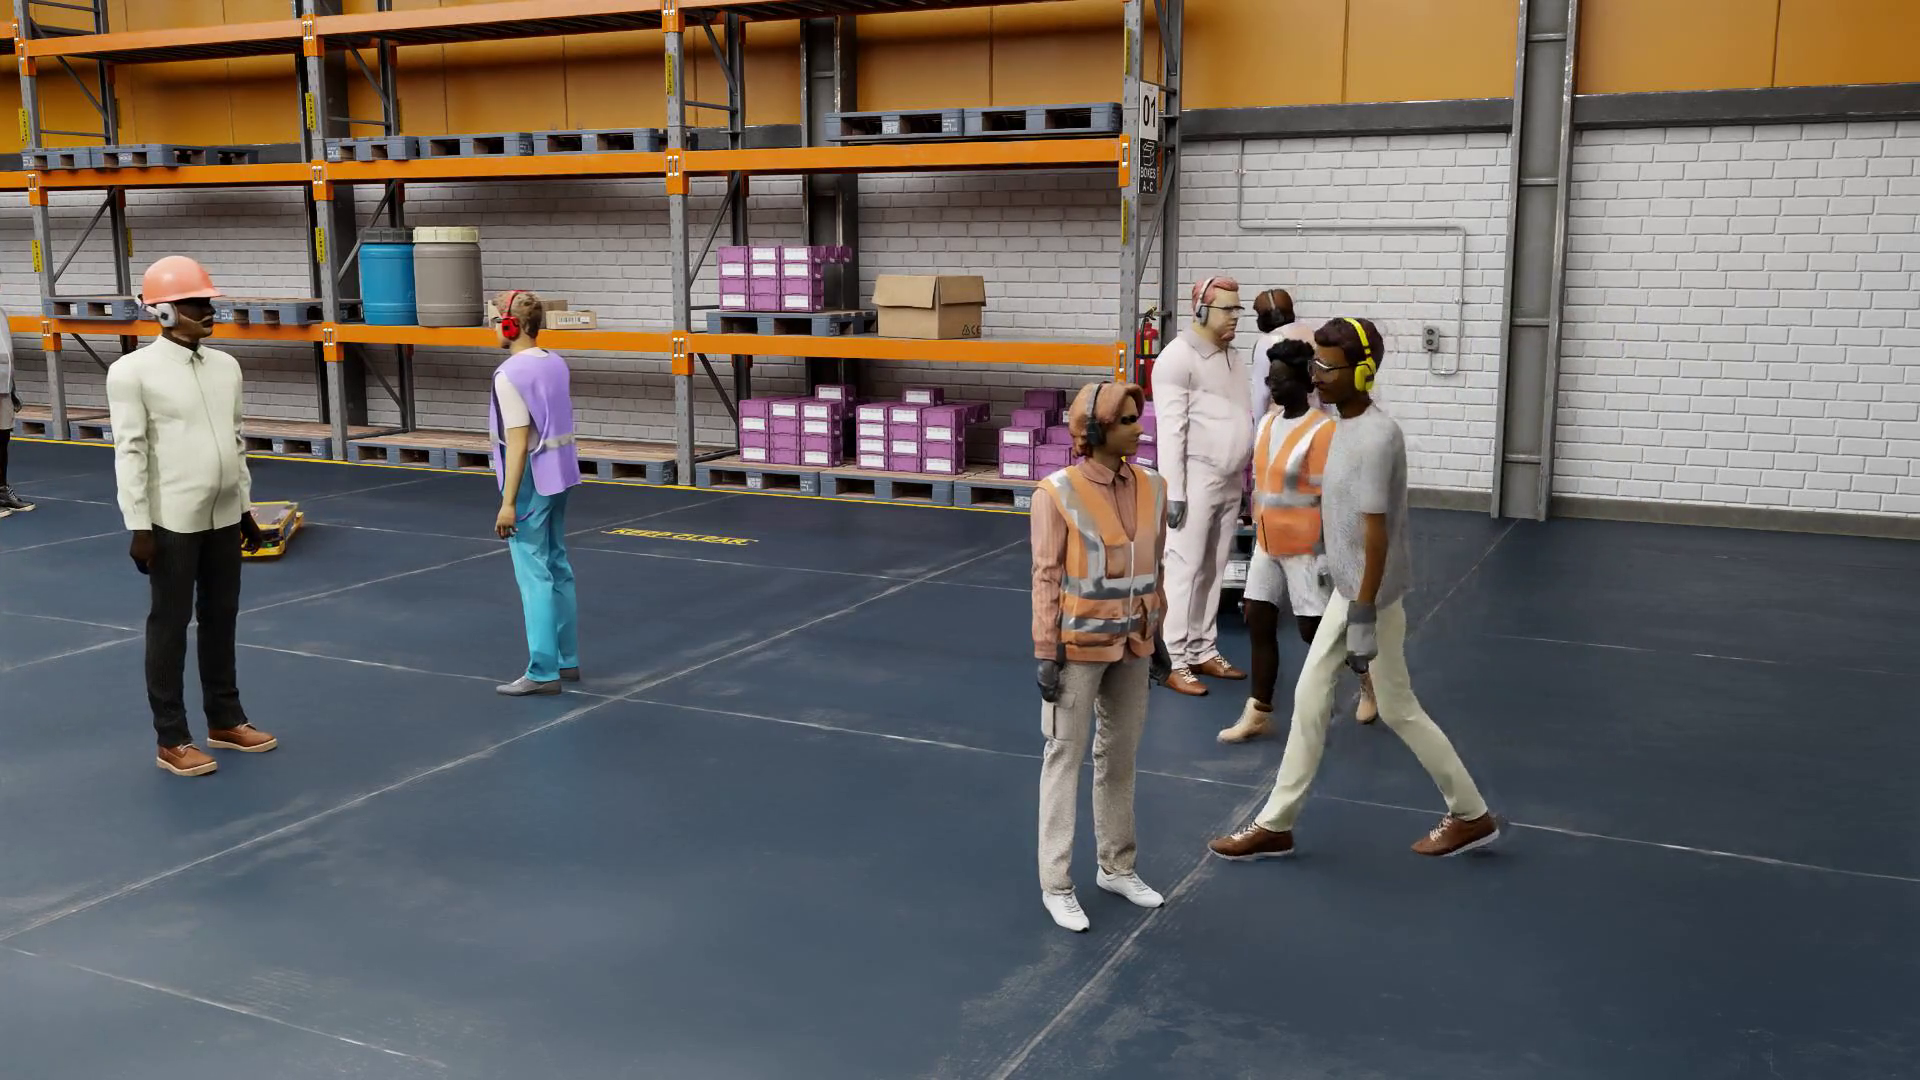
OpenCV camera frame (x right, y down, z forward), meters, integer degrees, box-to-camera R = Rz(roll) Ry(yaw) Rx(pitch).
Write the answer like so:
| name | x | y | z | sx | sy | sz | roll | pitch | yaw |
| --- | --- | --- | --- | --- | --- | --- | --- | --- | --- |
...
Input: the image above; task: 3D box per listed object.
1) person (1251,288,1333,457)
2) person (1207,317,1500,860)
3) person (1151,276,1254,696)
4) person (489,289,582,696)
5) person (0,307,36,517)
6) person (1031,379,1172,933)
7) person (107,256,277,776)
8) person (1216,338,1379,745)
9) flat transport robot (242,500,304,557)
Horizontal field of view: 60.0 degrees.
| name | x | y | z | sx | sy | sz | roll | pitch | yaw |
| --- | --- | --- | --- | --- | --- | --- | --- | --- | --- |
| person | 2.044 | -0.696 | 10.545 | 0.878 | 1.780 | 0.691 | 10 | 14 | 44 |
| person | 1.348 | 0.184 | 5.437 | 0.975 | 1.819 | 0.547 | 0 | 10 | -2 |
| person | 1.145 | -0.254 | 7.655 | 0.402 | 1.904 | 0.652 | 8 | 13 | 38 |
| person | -1.925 | -0.208 | 7.569 | 0.372 | 1.840 | 0.570 | 2 | 10 | 10 |
| person | -7.396 | -1.162 | 12.676 | 0.367 | 1.967 | 0.607 | 0 | 10 | 2 |
| person | 0.424 | 0.338 | 5.016 | 0.522 | 1.642 | 0.306 | -7 | 12 | -36 |
| person | -2.997 | -0.098 | 6.497 | 0.371 | 1.997 | 0.622 | 4 | 11 | 20 |
| person | 1.427 | 0.007 | 6.820 | 0.706 | 1.675 | 0.544 | -5 | 11 | -24 |
| flat transport robot | -4.917 | -0.085 | 11.364 | 0.652 | 0.197 | 1.431 | -3 | 10 | -15 |
